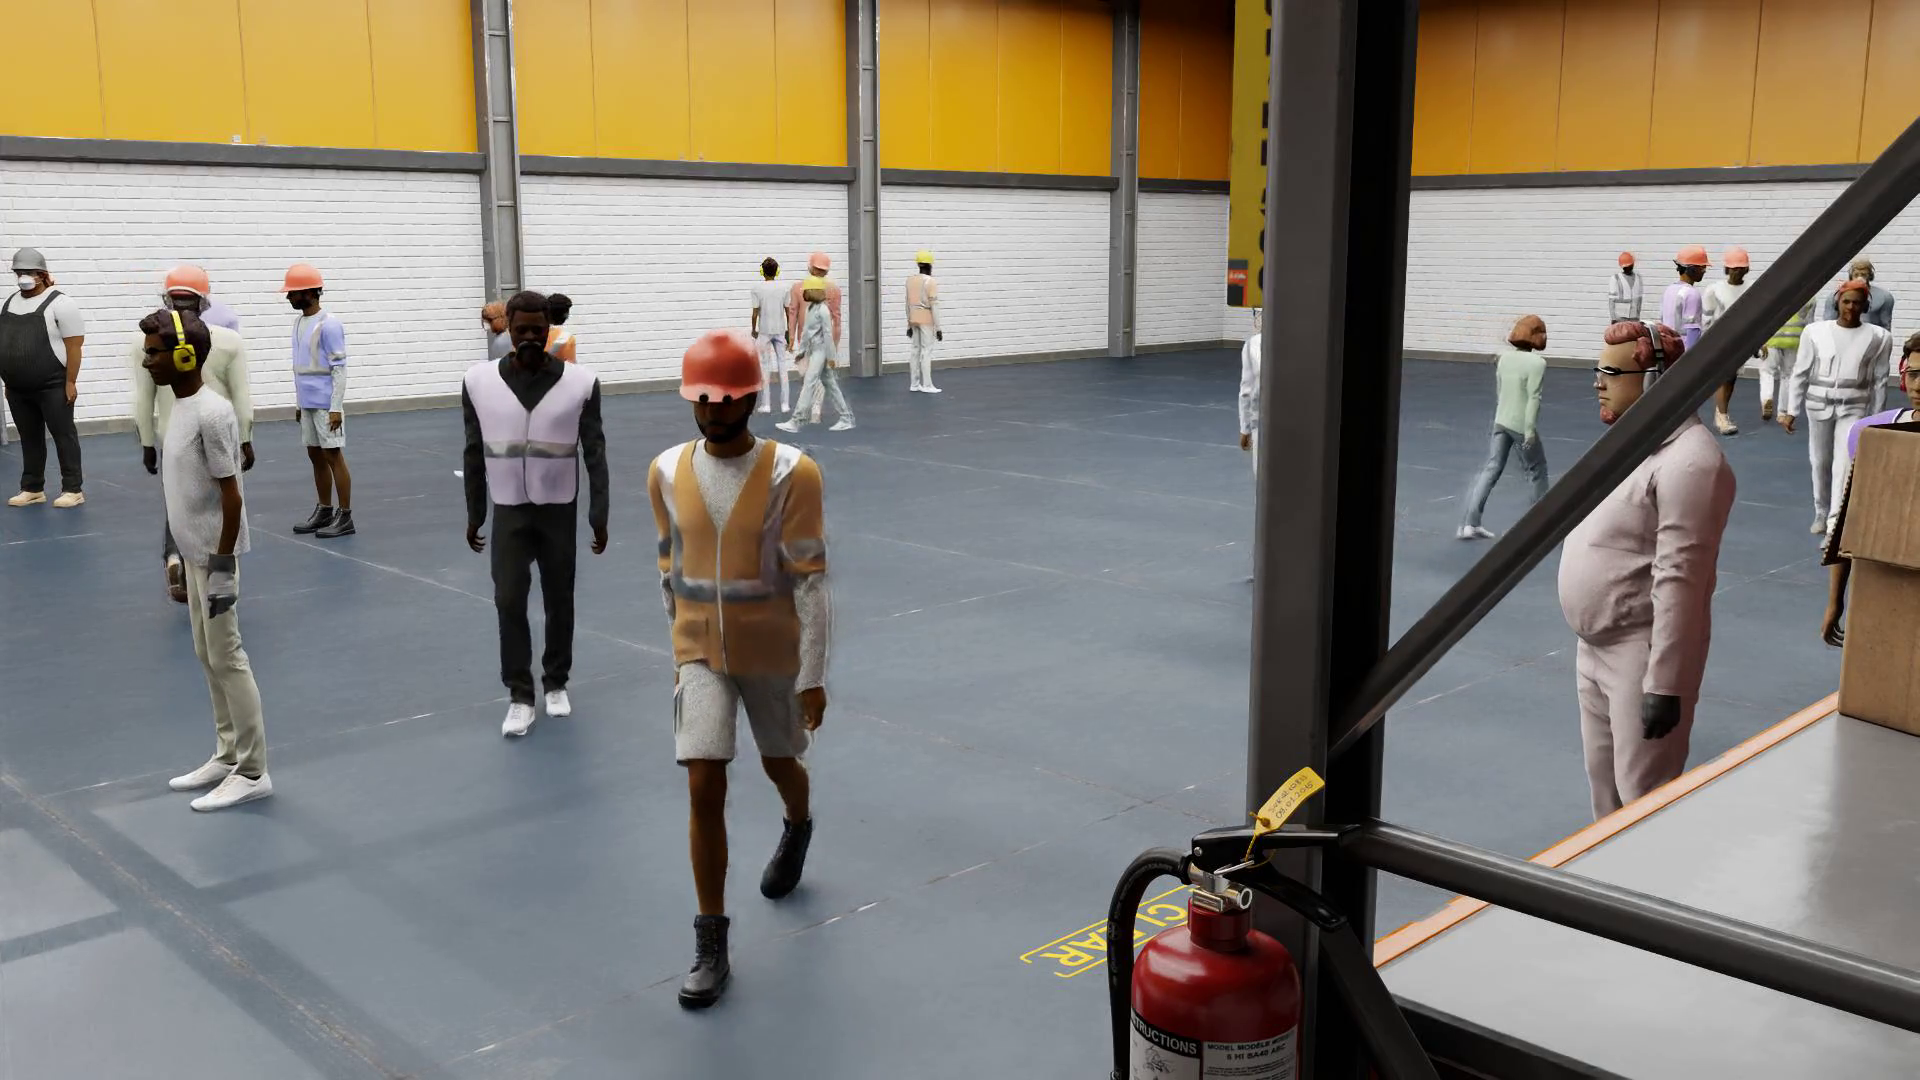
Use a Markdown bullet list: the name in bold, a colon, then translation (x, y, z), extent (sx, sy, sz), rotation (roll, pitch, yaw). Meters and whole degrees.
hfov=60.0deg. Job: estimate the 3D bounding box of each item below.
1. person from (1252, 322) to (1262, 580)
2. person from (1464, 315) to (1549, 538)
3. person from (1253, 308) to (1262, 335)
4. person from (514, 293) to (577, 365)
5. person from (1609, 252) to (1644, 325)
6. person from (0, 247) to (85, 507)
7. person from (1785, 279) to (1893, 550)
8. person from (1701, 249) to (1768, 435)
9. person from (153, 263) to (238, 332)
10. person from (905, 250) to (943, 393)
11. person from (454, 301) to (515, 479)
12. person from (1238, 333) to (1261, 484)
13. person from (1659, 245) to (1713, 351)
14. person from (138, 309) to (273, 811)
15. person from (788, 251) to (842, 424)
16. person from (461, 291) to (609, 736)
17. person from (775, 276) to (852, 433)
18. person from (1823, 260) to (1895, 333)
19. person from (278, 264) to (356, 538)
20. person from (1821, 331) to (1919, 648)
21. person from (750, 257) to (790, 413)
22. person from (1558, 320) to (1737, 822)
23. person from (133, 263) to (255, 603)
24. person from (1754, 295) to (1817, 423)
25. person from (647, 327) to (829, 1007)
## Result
- **person**: translation (1.935, -0.570, 10.001), extent (0.323, 1.766, 0.532), rotation (0, 10, 0)
- **person**: translation (3.937, -0.790, 11.700), extent (0.872, 1.574, 0.511), rotation (-4, 11, -20)
- **person**: translation (5.305, -3.975, 28.926), extent (0.515, 1.636, 0.315), rotation (9, 14, 42)
- **person**: translation (-3.459, -1.240, 13.981), extent (0.590, 1.651, 0.636), rotation (5, 11, 25)
- **person**: translation (10.027, -3.377, 24.985), extent (0.660, 1.890, 0.504), rotation (-2, 11, -11)
- **person**: translation (-7.255, -1.269, 13.062), extent (0.682, 2.000, 0.537), rotation (2, 11, 10)
- **person**: translation (6.105, -0.888, 11.564), extent (0.587, 1.842, 0.983), rotation (7, 13, 35)
- **person**: translation (8.360, -2.146, 18.029), extent (0.617, 1.993, 1.046), rotation (1, 10, 6)
- **person**: translation (-5.984, -1.216, 13.103), extent (0.635, 1.920, 0.670), rotation (-4, 11, -23)
- **person**: translation (-0.482, -2.957, 22.608), extent (0.419, 1.920, 0.633), rotation (-10, 14, -42)
- **person**: translation (-3.859, -1.236, 14.125), extent (0.874, 1.574, 0.551), rotation (-3, 11, -17)
- **person**: translation (2.172, -0.799, 11.158), extent (0.607, 1.804, 0.738), rotation (3, 11, 14)
- **person**: translation (6.651, -1.678, 15.288), extent (0.380, 2.041, 0.616), rotation (0, 10, -1)
- **person**: translation (-2.822, 0.077, 6.216), extent (0.309, 1.861, 0.535), rotation (-8, 13, -36)
- **person**: translation (-1.655, -2.334, 19.103), extent (0.621, 1.960, 0.798), rotation (0, 10, 2)
- **person**: translation (-1.824, -0.111, 7.162), extent (0.622, 1.891, 0.776), rotation (-2, 11, -12)
- **person**: translation (-1.572, -2.005, 18.017), extent (0.917, 1.693, 0.488), rotation (-4, 11, -22)
- **person**: translation (9.231, -1.942, 17.178), extent (0.650, 1.886, 1.042), rotation (7, 12, 32)
- **person**: translation (-4.556, -0.976, 11.758), extent (0.552, 1.931, 0.369), rotation (9, 14, 40)
- **person**: translation (3.150, 0.225, 5.459), extent (0.373, 1.840, 0.571), rotation (-9, 13, -39)
- **person**: translation (-2.281, -2.469, 20.071), extent (0.519, 1.873, 0.328), rotation (-3, 11, -17)
- **person**: translation (1.907, 0.327, 4.767), extent (0.401, 1.900, 0.636), rotation (0, 10, -1)
- **person**: translation (-4.368, -0.584, 9.511), extent (0.620, 1.975, 0.693), rotation (-3, 11, -14)
- **person**: translation (9.315, -2.214, 18.822), extent (0.636, 1.826, 0.636), rotation (5, 11, 25)
- **person**: translation (-0.630, 0.301, 4.958), extent (0.553, 1.890, 1.006), rotation (2, 11, 9)
